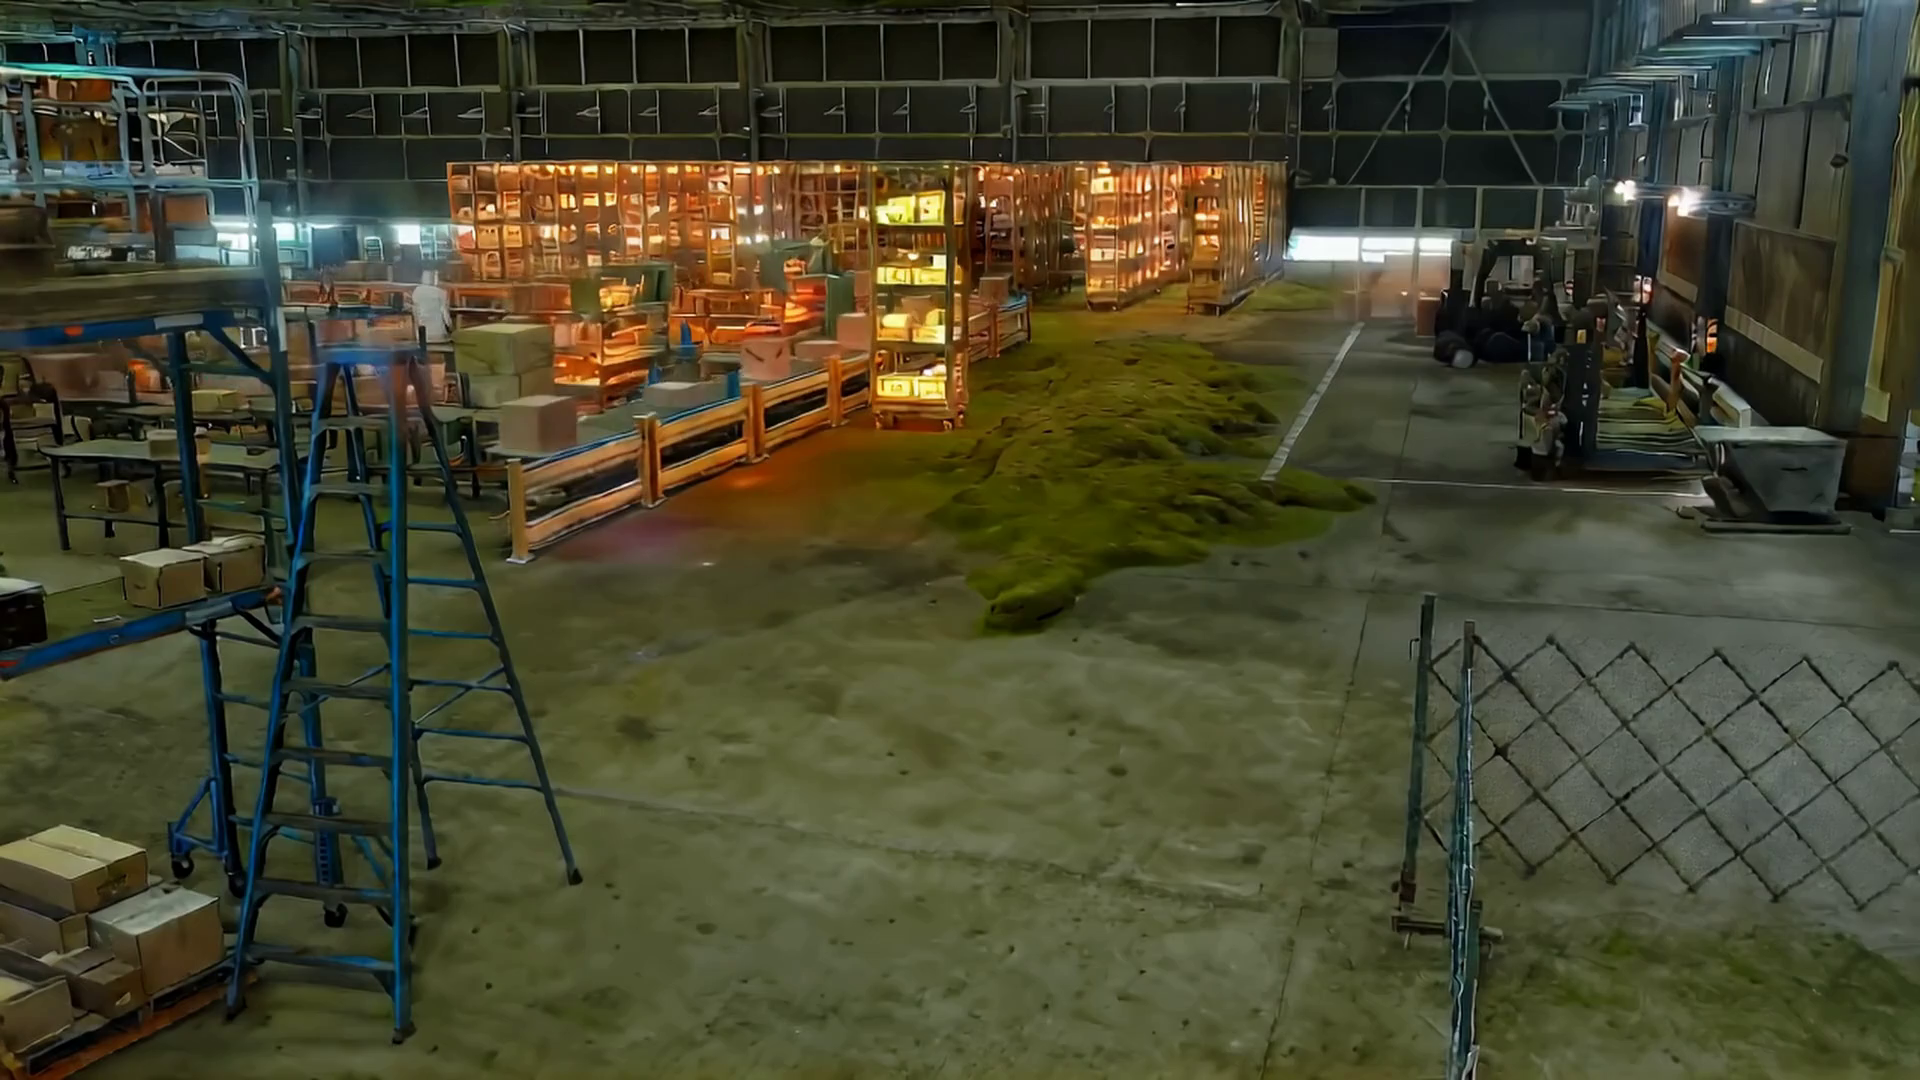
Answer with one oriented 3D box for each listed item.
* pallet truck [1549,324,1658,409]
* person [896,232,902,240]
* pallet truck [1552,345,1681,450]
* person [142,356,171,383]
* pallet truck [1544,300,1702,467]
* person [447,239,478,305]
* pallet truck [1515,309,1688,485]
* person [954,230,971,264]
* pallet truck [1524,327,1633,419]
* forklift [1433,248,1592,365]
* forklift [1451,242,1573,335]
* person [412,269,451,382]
[{"bbox_3d":[9.824,-2.669,25.407,1.601,1.201,0.680,4,14,16],"label":"pallet truck"},{"bbox_3d":[-1.814,-8.699,50.185,0.897,1.808,0.578,6,14,25],"label":"person"},{"bbox_3d":[8.641,-1.896,21.908,1.630,1.274,0.653,4,14,16],"label":"pallet truck"},{"bbox_3d":[-11.728,-2.763,24.137,0.999,1.989,0.604,2,13,8],"label":"person"},{"bbox_3d":[8.263,-1.952,20.631,1.885,1.965,0.823,5,14,20],"label":"pallet truck"},{"bbox_3d":[-12.437,-6.591,41.262,0.892,1.726,0.537,4,14,19],"label":"person"},{"bbox_3d":[7.554,-1.677,19.446,1.885,1.965,0.823,3,13,14],"label":"pallet truck"},{"bbox_3d":[0.040,-8.803,50.322,0.694,1.951,0.634,8,15,32],"label":"person"},{"bbox_3d":[9.065,-2.460,24.370,1.522,1.261,0.704,3,13,14],"label":"pallet truck"},{"bbox_3d":[9.780,-4.111,29.280,2.680,1.987,1.157,3,13,14],"label":"forklift"},{"bbox_3d":[10.464,-4.597,31.405,2.680,1.987,1.157,4,14,16],"label":"forklift"},{"bbox_3d":[-8.882,-3.616,28.054,0.640,1.897,0.398,3,13,12],"label":"person"}]
